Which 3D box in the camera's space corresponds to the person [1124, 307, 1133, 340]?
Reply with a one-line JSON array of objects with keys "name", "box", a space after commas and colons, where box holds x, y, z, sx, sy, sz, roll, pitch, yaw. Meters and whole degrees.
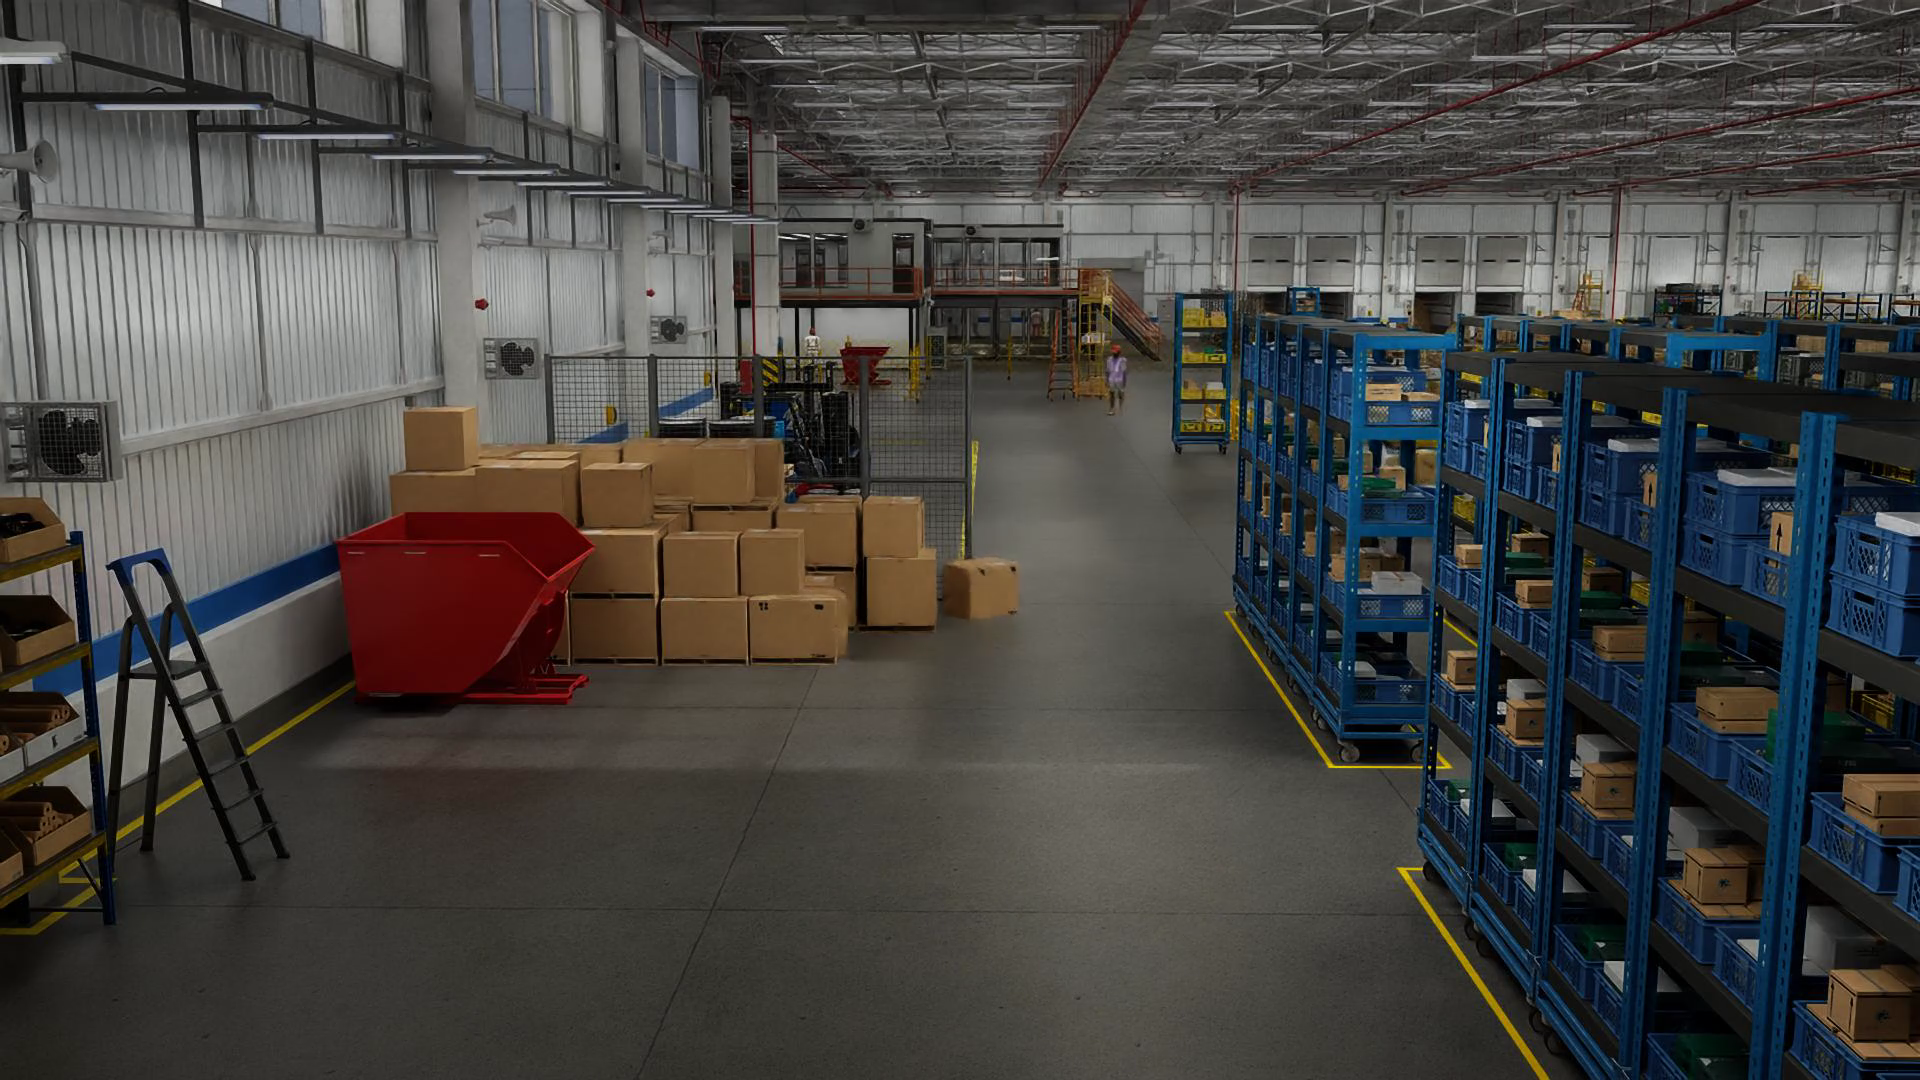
[{"name": "person", "box": [9.941, -12.750, 98.079, 0.616, 1.945, 0.404, -4, 10, -22]}]

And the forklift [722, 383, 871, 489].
[{"name": "forklift", "box": [-2.893, -1.687, 28.729, 2.680, 1.987, 1.157, 0, 9, -1]}]

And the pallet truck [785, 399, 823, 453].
[{"name": "pallet truck", "box": [-3.814, -2.432, 36.419, 1.630, 1.274, 0.653, 0, 9, 1]}]

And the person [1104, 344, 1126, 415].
[{"name": "person", "box": [4.409, -4.551, 47.244, 0.637, 2.027, 0.477, 4, 10, 25]}]

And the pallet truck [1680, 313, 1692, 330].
[{"name": "pallet truck", "box": [36.315, -10.531, 84.244, 0.823, 1.965, 1.885, -6, 11, -33]}]

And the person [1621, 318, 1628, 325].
[{"name": "person", "box": [30.833, -9.390, 77.496, 0.946, 1.898, 0.653, 7, 11, 35]}]

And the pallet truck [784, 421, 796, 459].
[{"name": "pallet truck", "box": [-4.013, -1.793, 32.705, 1.601, 1.201, 0.680, 0, 9, 1]}]

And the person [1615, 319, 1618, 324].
[{"name": "person", "box": [32.437, -10.081, 82.384, 0.540, 1.699, 0.316, -3, 10, -18]}]

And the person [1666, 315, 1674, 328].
[{"name": "person", "box": [36.775, -10.722, 86.040, 0.939, 1.805, 0.641, 6, 11, 31]}]

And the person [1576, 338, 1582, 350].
[{"name": "person", "box": [24.798, -7.808, 67.311, 0.676, 2.000, 0.536, 2, 10, 15]}]

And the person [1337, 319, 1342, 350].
[{"name": "person", "box": [16.897, -8.912, 74.478, 0.580, 1.927, 0.557, -5, 10, -27]}]

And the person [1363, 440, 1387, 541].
[{"name": "person", "box": [5.880, -0.720, 24.065, 0.665, 1.892, 0.465, -6, 11, -34]}]

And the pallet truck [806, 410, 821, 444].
[{"name": "pallet truck", "box": [-3.559, -2.018, 33.905, 1.522, 1.261, 0.704, 0, 9, -1]}]

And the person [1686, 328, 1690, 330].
[{"name": "person", "box": [26.676, -6.789, 61.161, 0.388, 1.992, 0.625, -4, 10, -25]}]

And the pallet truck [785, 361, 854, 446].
[{"name": "pallet truck", "box": [-3.410, -3.193, 38.978, 1.885, 1.965, 0.823, 0, 9, -1]}]

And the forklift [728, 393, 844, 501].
[{"name": "forklift", "box": [-2.979, -1.316, 26.476, 2.680, 1.987, 1.157, 0, 9, 1]}]

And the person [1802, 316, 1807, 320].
[{"name": "person", "box": [41.045, -9.932, 80.891, 0.658, 1.897, 0.654, -1, 9, -5]}]

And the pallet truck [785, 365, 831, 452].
[{"name": "pallet truck", "box": [-3.774, -2.976, 37.635, 1.885, 1.965, 0.823, 1, 9, 5]}]

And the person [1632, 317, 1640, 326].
[{"name": "person", "box": [31.743, -9.511, 78.193, 0.592, 1.922, 0.400, 0, 9, -2]}]

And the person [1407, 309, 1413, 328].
[{"name": "person", "box": [25.602, -12.181, 94.670, 0.398, 1.918, 0.586, 6, 11, 32]}]

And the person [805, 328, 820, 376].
[{"name": "person", "box": [-5.673, -7.214, 64.132, 0.578, 1.884, 0.353, 0, 9, 1]}]
